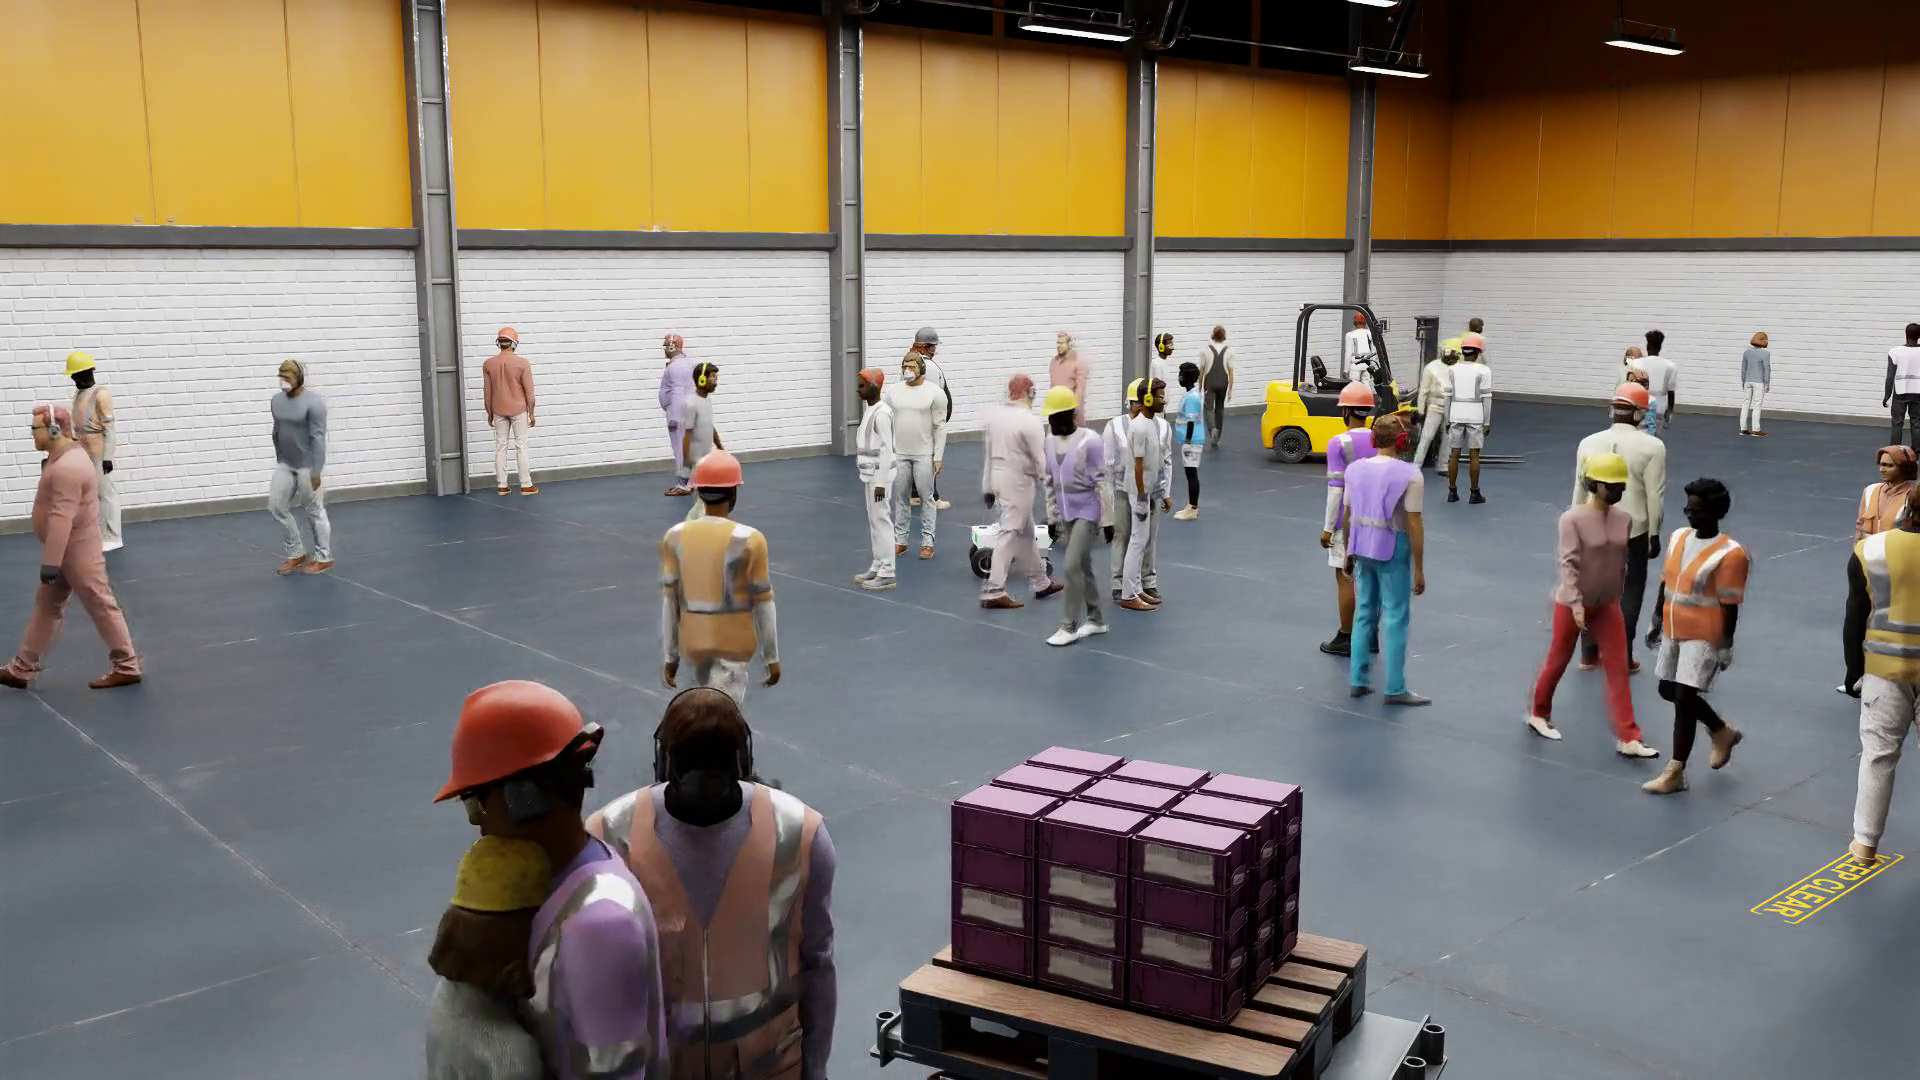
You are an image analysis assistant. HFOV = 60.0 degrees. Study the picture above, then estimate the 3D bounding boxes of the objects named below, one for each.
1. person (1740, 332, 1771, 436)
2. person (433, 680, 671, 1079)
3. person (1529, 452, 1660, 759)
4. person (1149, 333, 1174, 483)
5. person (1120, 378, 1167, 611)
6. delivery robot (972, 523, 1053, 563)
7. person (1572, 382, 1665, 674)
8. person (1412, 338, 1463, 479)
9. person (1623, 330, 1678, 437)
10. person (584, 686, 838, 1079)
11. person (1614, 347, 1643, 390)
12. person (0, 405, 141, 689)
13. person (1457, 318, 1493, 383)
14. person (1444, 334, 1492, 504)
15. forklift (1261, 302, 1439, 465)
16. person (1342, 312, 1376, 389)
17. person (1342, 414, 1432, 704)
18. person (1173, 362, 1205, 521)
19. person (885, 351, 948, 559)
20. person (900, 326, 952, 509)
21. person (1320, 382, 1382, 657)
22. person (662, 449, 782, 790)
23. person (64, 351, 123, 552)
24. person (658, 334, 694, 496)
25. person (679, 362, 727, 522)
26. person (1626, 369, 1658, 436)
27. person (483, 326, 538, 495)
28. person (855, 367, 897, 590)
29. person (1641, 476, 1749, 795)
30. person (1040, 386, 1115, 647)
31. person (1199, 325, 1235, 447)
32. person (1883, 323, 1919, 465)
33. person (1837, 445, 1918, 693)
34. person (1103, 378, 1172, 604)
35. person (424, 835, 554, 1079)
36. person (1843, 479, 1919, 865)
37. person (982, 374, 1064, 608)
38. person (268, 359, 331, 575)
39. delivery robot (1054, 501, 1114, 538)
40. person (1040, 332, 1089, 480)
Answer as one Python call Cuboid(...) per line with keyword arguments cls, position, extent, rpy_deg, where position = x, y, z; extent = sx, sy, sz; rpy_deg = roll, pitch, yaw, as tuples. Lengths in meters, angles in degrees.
Cuboid(cls="person", position=(12.507, -2.452, 26.130), extent=(0.280, 1.631, 0.507), rpy_deg=(-4, 11, -23))
Cuboid(cls="person", position=(-0.681, 1.262, 3.318), extent=(0.618, 2.004, 0.645), rpy_deg=(-4, 10, -22))
Cuboid(cls="person", position=(3.598, 0.359, 9.433), extent=(0.537, 1.717, 0.893), rpy_deg=(-3, 10, -18))
Cuboid(cls="person", position=(2.492, -1.627, 20.613), extent=(0.329, 1.871, 0.513), rpy_deg=(2, 10, 11))
Cuboid(cls="person", position=(1.470, -0.362, 13.259), extent=(0.329, 1.857, 0.502), rpy_deg=(2, 10, 11))
Cuboid(cls="delivery robot", position=(0.463, -0.008, 14.700), extent=(0.707, 0.478, 0.477), rpy_deg=(0, 10, -2))
Cuboid(cls="person", position=(4.450, -0.078, 11.258), extent=(0.465, 1.967, 0.638), rpy_deg=(-9, 13, -42))
Cuboid(cls="person", position=(6.043, -1.647, 20.968), extent=(0.767, 1.794, 0.404), rpy_deg=(-2, 10, -12))
Cuboid(cls="person", position=(8.402, -1.599, 20.317), extent=(0.623, 1.926, 0.976), rpy_deg=(1, 10, 6))
Cuboid(cls="person", position=(-0.589, 1.243, 3.888), extent=(0.627, 1.846, 0.429), rpy_deg=(-2, 10, -10))
Cuboid(cls="person", position=(8.799, -1.719, 21.839), extent=(0.282, 1.633, 0.498), rpy_deg=(-7, 12, -37))
Cuboid(cls="person", position=(-5.823, 0.073, 10.669), extent=(0.965, 1.856, 0.678), rpy_deg=(-6, 11, -30))
Cuboid(cls="person", position=(8.564, -2.783, 27.623), extent=(0.936, 1.790, 0.639), rpy_deg=(-5, 11, -29))
Cuboid(cls="person", position=(5.790, -1.375, 18.968), extent=(0.542, 1.929, 0.369), rpy_deg=(7, 12, 34))
Cuboid(cls="forklift", position=(5.320, -2.157, 22.763), extent=(2.313, 2.155, 1.214), rpy_deg=(3, 10, 16))
Cuboid(cls="person", position=(6.663, -2.855, 27.764), extent=(0.573, 1.883, 0.354), rpy_deg=(-3, 10, -17))
Cuboid(cls="person", position=(2.684, 0.135, 10.507), extent=(0.386, 1.821, 0.709), rpy_deg=(-7, 12, -37))
Cuboid(cls="person", position=(2.453, -1.052, 17.765), extent=(0.319, 1.698, 0.537), rpy_deg=(1, 10, 8))
Cuboid(cls="person", position=(-0.430, -0.788, 15.500), extent=(0.632, 1.940, 0.372), rpy_deg=(3, 10, 19))
Cuboid(cls="person", position=(-0.348, -1.372, 18.620), extent=(0.539, 2.000, 0.688), rpy_deg=(-5, 11, -29))
Cuboid(cls="person", position=(2.769, -0.145, 11.739), extent=(0.551, 1.935, 0.375), rpy_deg=(-5, 11, -27))
Cuboid(cls="person", position=(-1.175, 0.508, 8.078), extent=(0.558, 1.888, 1.016), rpy_deg=(5, 11, 25))
Cuboid(cls="person", position=(-8.272, -0.840, 15.869), extent=(0.587, 1.917, 0.392), rpy_deg=(8, 12, 38))
Cuboid(cls="person", position=(-3.348, -1.476, 19.618), extent=(0.402, 1.906, 0.652), rpy_deg=(0, 10, 1))
Cuboid(cls="person", position=(-2.427, -0.724, 15.425), extent=(0.623, 1.842, 0.517), rpy_deg=(1, 10, 6))
Cuboid(cls="person", position=(7.075, -0.977, 17.475), extent=(0.307, 1.641, 0.511), rpy_deg=(-5, 11, -25))
Cuboid(cls="person", position=(-5.290, -1.515, 19.598), extent=(0.609, 1.991, 0.388), rpy_deg=(1, 10, 6))
Cuboid(cls="person", position=(-0.711, -0.524, 14.105), extent=(0.337, 1.883, 0.584), rpy_deg=(-2, 10, -13))
Cuboid(cls="person", position=(3.916, 0.489, 8.779), extent=(0.665, 1.673, 0.534), rpy_deg=(-3, 10, -15))
Cuboid(cls="person", position=(0.805, -0.177, 12.106), extent=(0.766, 1.875, 0.610), rpy_deg=(-6, 12, -33))
Cuboid(cls="person", position=(3.756, -2.237, 24.340), extent=(0.519, 1.818, 0.733), rpy_deg=(0, 10, -2))
Cuboid(cls="person", position=(12.763, -1.952, 22.375), extent=(0.597, 1.915, 0.375), rpy_deg=(2, 10, 14))
Cuboid(cls="person", position=(5.870, 0.214, 10.506), extent=(0.312, 1.639, 0.520), rpy_deg=(-4, 10, -20))
Cuboid(cls="person", position=(1.447, -0.396, 13.511), extent=(0.590, 1.833, 0.404), rpy_deg=(-2, 10, -12))
Cuboid(cls="person", position=(-0.875, 1.409, 3.247), extent=(0.362, 1.730, 0.554), rpy_deg=(-5, 11, -25))
Cuboid(cls="person", position=(4.377, 0.608, 7.609), extent=(0.626, 1.844, 0.429), rpy_deg=(6, 11, 30))
Cuboid(cls="person", position=(0.577, -0.393, 13.389), extent=(0.915, 1.862, 0.736), rpy_deg=(-5, 11, -25))
Cuboid(cls="person", position=(-5.814, -0.623, 14.591), extent=(0.655, 1.914, 0.598), rpy_deg=(5, 11, 25))
Cuboid(cls="delivery robot", position=(1.188, -0.271, 16.240), extent=(0.707, 0.478, 0.477), rpy_deg=(-8, 13, -41))
Cuboid(cls="person", position=(1.401, -1.708, 21.105), extent=(0.637, 1.871, 0.931), rpy_deg=(8, 13, 40))
